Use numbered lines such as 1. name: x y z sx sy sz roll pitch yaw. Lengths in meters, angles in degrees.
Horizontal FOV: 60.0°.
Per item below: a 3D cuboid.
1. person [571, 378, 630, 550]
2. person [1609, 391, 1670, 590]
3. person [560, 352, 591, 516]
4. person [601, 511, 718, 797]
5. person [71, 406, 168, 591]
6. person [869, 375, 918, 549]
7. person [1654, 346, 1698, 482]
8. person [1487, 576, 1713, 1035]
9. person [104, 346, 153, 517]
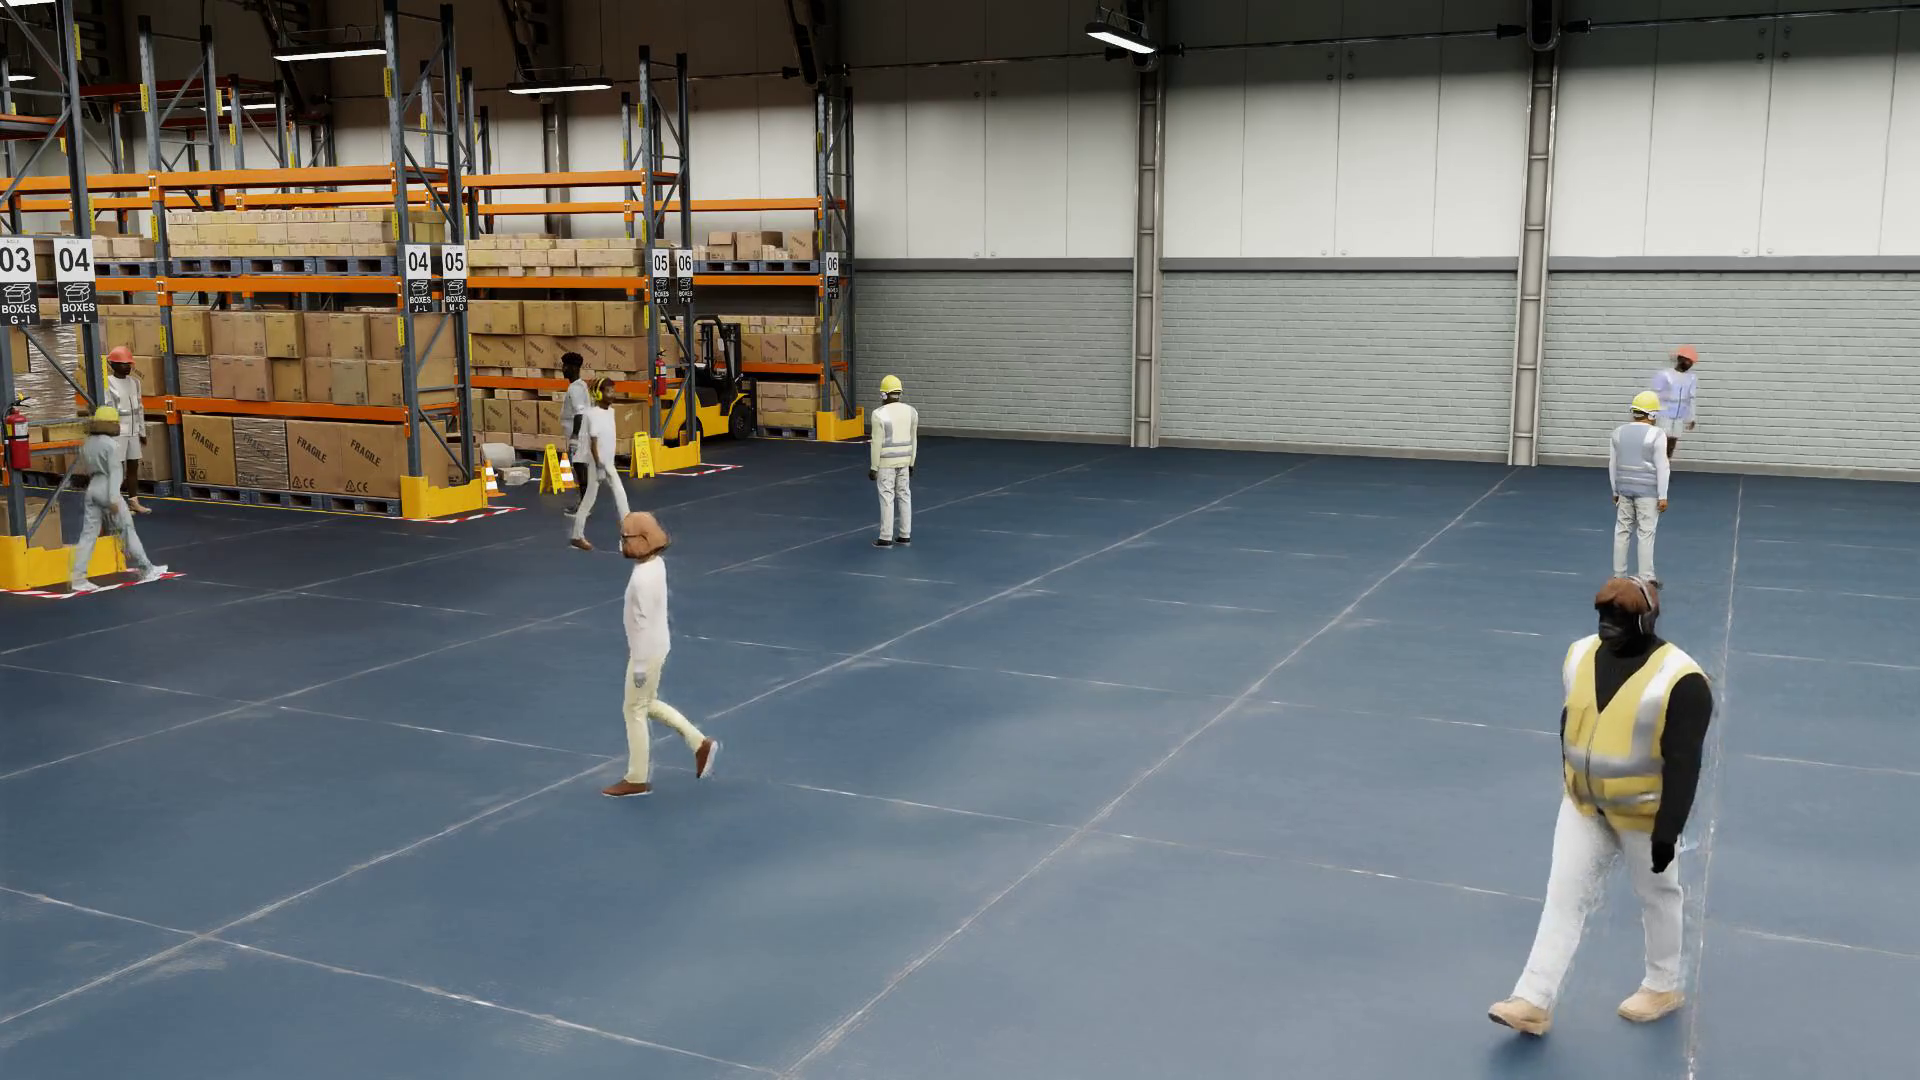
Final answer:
1. person: -3.686 -0.775 17.366 0.989 1.809 0.559 3 10 19
2. person: 6.276 -0.455 15.332 0.403 1.835 0.586 -6 11 -32
3. person: -4.590 -1.265 19.896 0.368 1.966 0.603 -1 9 -8
4. person: -1.703 0.636 9.271 0.581 1.615 0.515 0 9 0
5. person: -7.898 -0.396 15.419 0.494 1.683 0.932 4 10 24
6. person: -0.723 -0.826 17.609 0.600 1.831 0.404 -8 12 -41
7. person: 9.853 -1.729 22.957 0.561 1.890 0.562 -1 9 -9
8. person: 2.484 1.029 6.352 0.944 1.789 0.654 -6 11 -32
9. person: -9.940 -1.286 19.814 0.405 2.037 0.606 3 10 18
